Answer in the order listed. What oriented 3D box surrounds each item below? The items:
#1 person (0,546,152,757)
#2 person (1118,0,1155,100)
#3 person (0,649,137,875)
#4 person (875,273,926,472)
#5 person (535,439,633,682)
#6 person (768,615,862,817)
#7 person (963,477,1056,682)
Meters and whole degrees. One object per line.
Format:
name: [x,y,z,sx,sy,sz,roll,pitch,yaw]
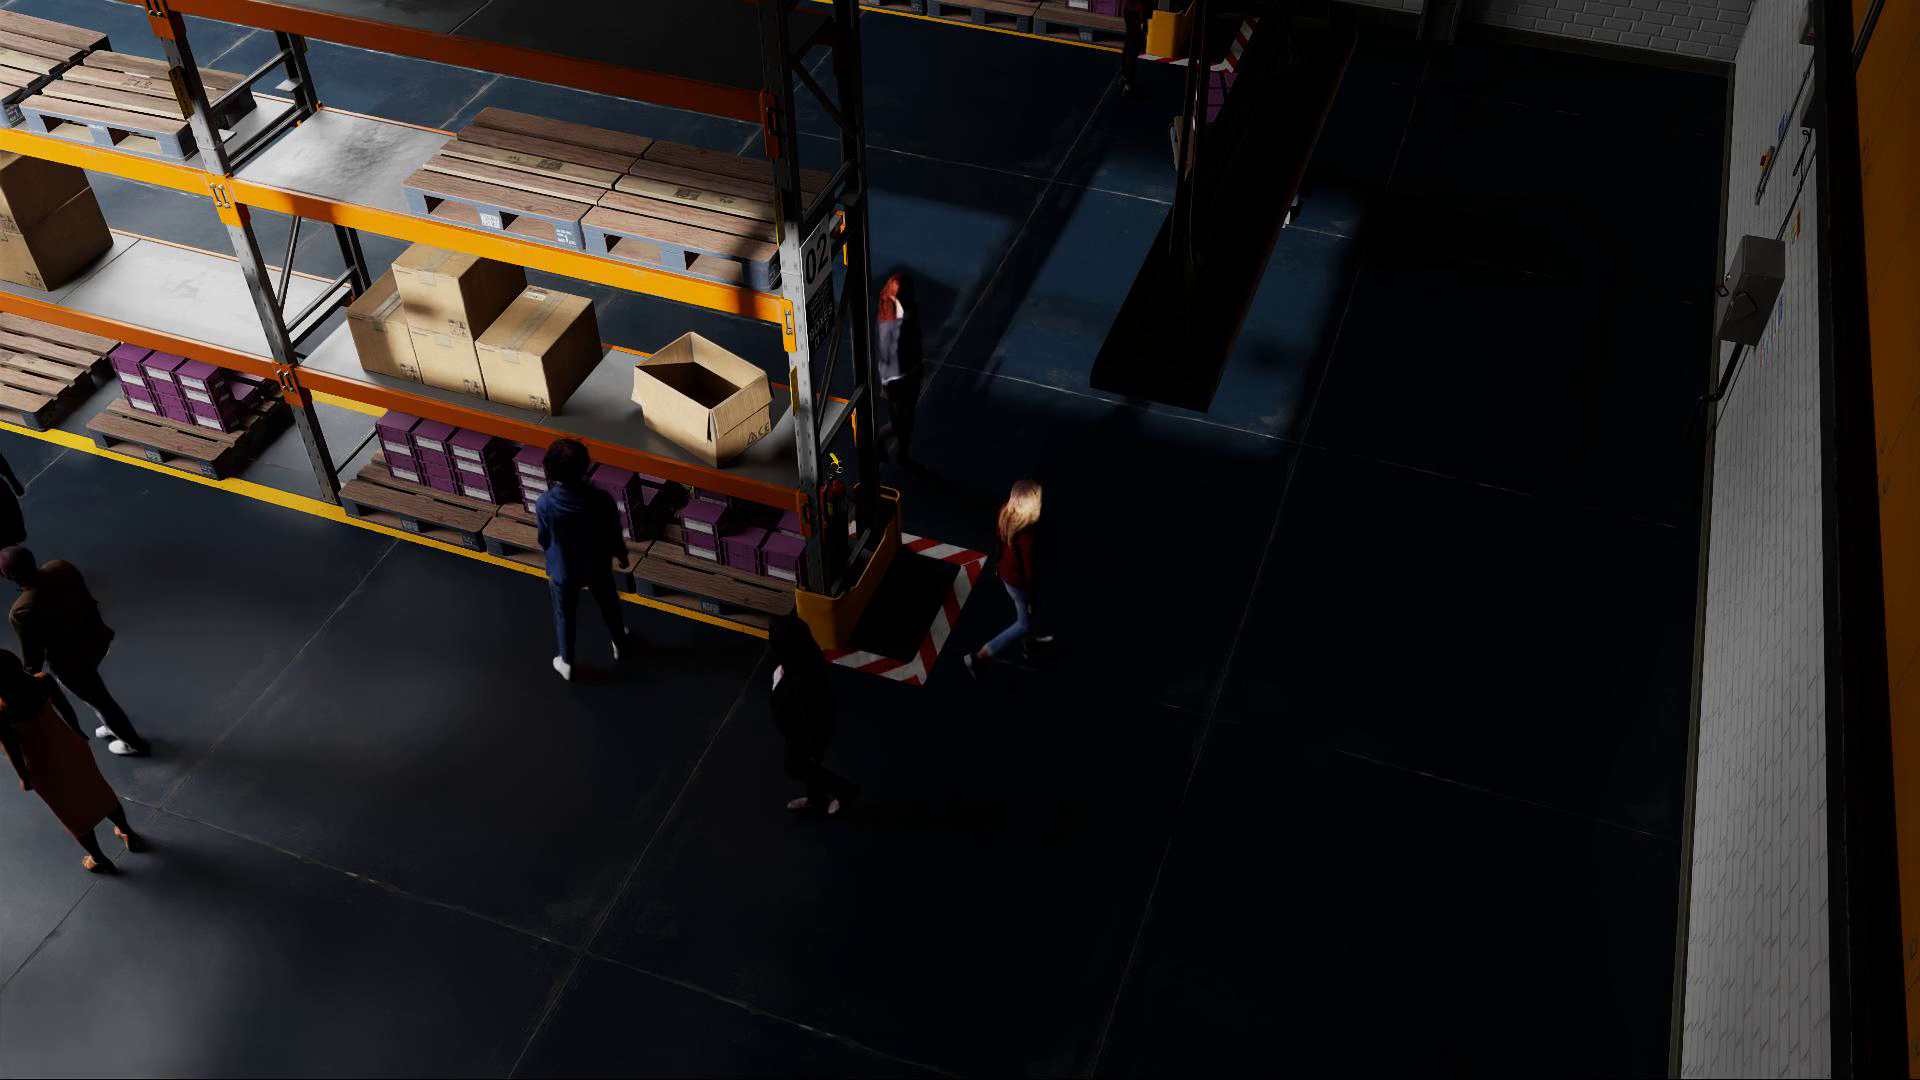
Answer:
person: [-5.305,0.711,10.124,0.753,1.813,0.810,5,44,6]
person: [1.726,-5.177,16.418,0.645,1.658,0.656,-3,44,-3]
person: [-5.172,1.264,9.530,0.564,1.831,0.621,22,48,21]
person: [-0.509,-1.228,12.192,0.735,1.768,0.677,27,50,25]
person: [-2.443,0.132,10.745,0.900,1.794,0.999,-9,44,-10]
person: [-0.822,1.071,9.910,0.892,1.586,0.844,-10,44,-10]
person: [0.321,0.276,10.727,1.046,1.612,0.996,-19,47,-19]
